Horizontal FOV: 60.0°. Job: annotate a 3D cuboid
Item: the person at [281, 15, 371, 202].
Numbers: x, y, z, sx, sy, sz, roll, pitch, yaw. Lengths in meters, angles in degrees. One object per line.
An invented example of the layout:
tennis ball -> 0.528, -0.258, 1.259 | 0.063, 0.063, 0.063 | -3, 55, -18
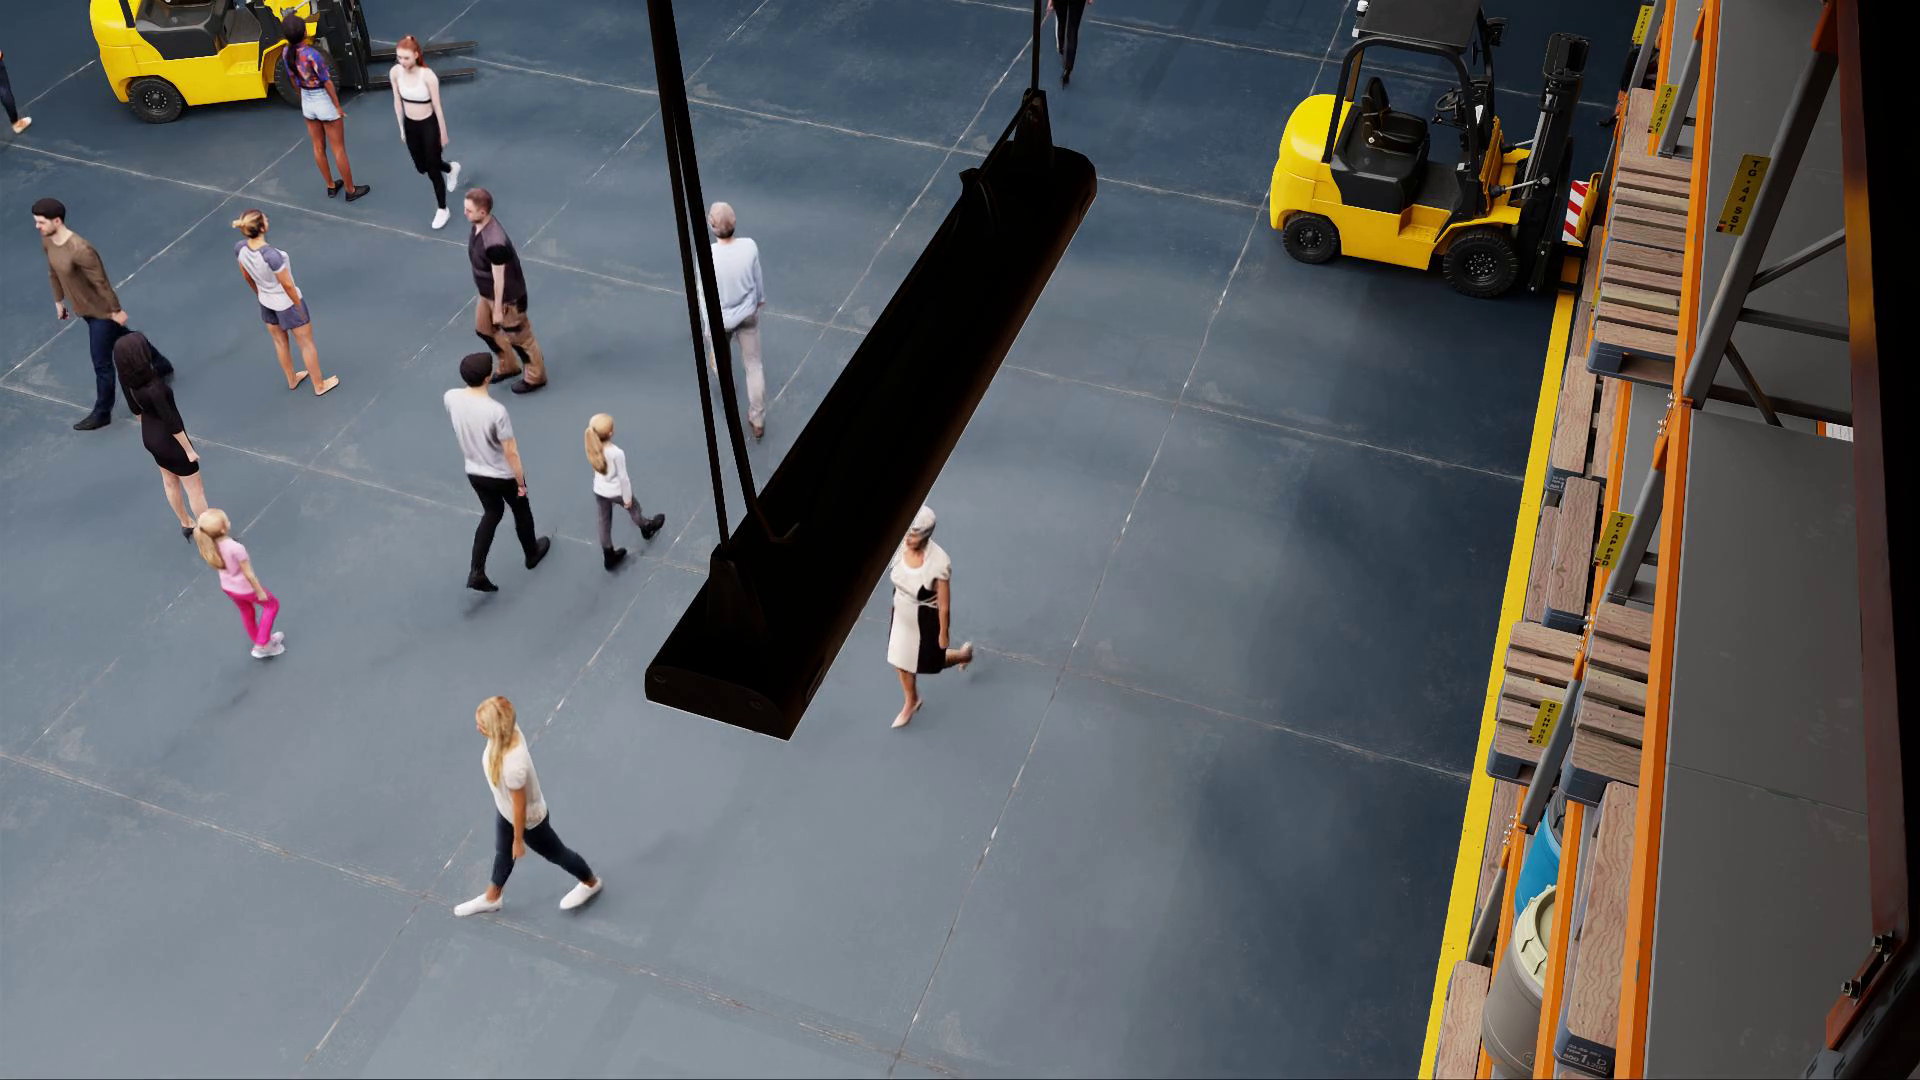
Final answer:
person -> -5.682, -3.831, 14.741 | 0.579, 1.749, 0.501 | 15, 46, 15

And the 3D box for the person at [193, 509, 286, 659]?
person -> -4.672, 0.324, 10.730 | 0.504, 1.267, 0.519 | 17, 46, 17

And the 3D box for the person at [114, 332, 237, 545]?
person -> -5.410, -0.649, 11.360 | 0.628, 1.806, 0.561 | 24, 49, 23

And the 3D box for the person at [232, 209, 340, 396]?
person -> -5.197, -1.815, 12.716 | 0.578, 1.624, 0.521 | 15, 46, 15

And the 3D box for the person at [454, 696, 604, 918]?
person -> -2.314, 1.474, 9.161 | 1.134, 1.767, 1.050 | -20, 47, -20

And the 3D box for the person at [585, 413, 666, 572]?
person -> -2.424, -0.300, 11.392 | 0.564, 1.258, 0.829 | 19, 47, 19

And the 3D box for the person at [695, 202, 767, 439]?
person -> -1.639, -1.584, 12.320 | 1.191, 1.837, 1.288 | -15, 46, -15

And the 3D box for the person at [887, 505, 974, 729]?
person -> -0.179, 0.441, 10.266 | 0.842, 1.737, 1.036 | 33, 53, 30

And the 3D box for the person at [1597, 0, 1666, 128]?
person -> 6.547, -4.600, 15.627 | 0.909, 1.641, 0.978 | 0, 44, 0

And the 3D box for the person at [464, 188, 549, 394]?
person -> -3.394, -1.909, 12.670 | 0.899, 1.823, 0.844 | -19, 47, -19

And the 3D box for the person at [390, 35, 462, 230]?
person -> -4.642, -3.615, 14.528 | 0.644, 1.730, 0.901 | 10, 44, 10

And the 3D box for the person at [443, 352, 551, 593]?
person -> -3.170, -0.405, 11.082 | 0.675, 1.836, 0.989 | 17, 46, 17

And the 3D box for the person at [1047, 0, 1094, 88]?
person -> 1.077, -5.251, 16.290 | 0.844, 1.669, 1.095 | 1, 44, 1

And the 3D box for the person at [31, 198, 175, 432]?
person -> -6.447, -1.792, 12.539 | 0.849, 1.836, 1.238 | 25, 49, 24
